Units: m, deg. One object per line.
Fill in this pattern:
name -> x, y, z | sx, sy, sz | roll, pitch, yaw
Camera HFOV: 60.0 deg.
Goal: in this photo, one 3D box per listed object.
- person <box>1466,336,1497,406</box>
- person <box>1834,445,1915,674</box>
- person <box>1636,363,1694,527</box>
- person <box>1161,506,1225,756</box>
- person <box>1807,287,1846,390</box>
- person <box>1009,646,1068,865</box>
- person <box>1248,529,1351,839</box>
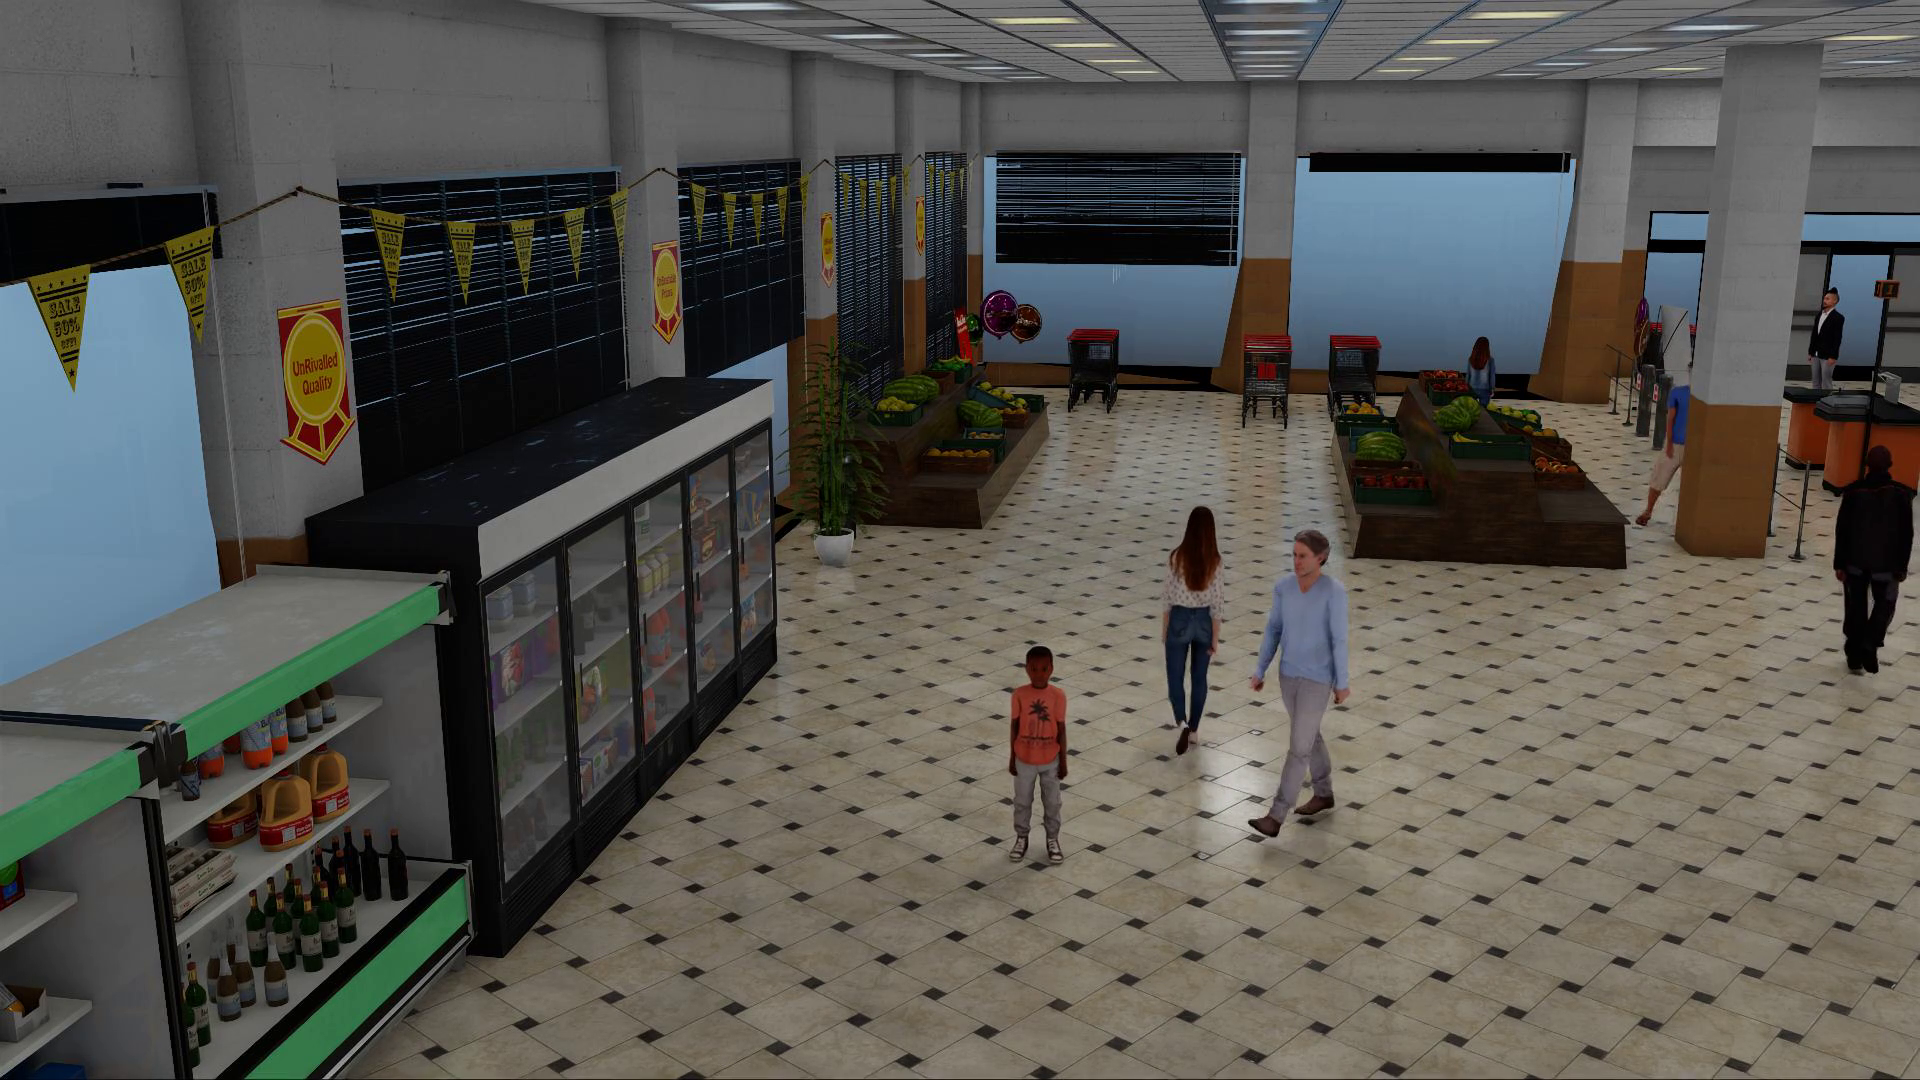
person -> 7.157, -2.064, 22.934 | 0.615, 1.474, 0.593 | 8, 16, 30
person -> 7.112, 0.175, 12.980 | 0.909, 1.814, 1.036 | 9, 16, 33
person -> 7.757, -1.003, 17.764 | 0.932, 1.848, 0.838 | 5, 14, 18
person -> 1.570, 0.637, 11.303 | 0.618, 1.706, 0.995 | 1, 14, 6
person -> 13.087, -2.847, 25.150 | 0.852, 1.950, 0.690 | -3, 14, -13
person -> 0.451, 1.238, 9.675 | 0.480, 1.305, 0.461 | 2, 14, 9
person -> 2.166, 0.854, 10.115 | 1.239, 1.845, 1.142 | -11, 17, -38
